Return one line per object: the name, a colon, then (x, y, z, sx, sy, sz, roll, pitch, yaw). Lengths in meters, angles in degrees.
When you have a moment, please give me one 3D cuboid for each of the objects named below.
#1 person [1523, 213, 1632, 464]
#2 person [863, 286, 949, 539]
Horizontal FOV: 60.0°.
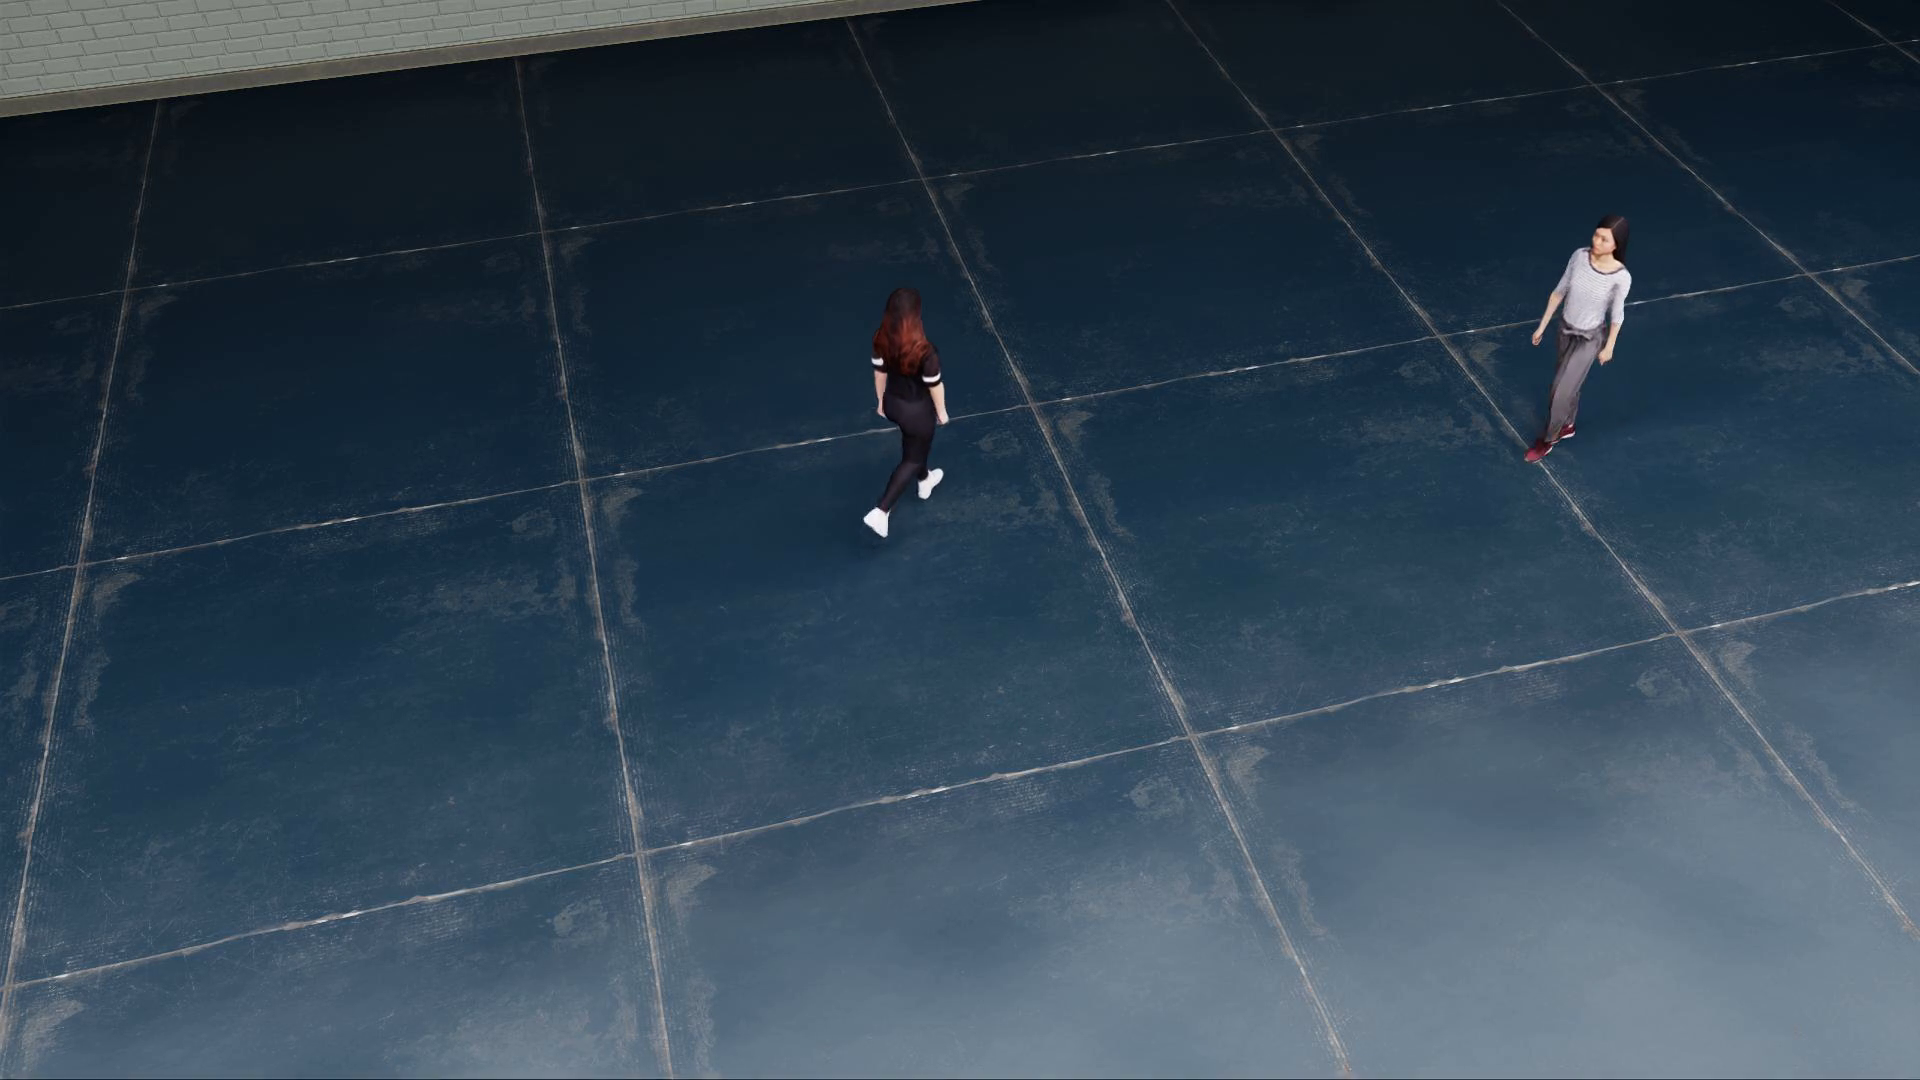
person: (3.911, -1.289, 10.310, 0.761, 1.716, 0.761, -20, 47, -20)
person: (-0.330, -0.728, 9.785, 1.072, 1.612, 1.066, 27, 49, 26)
